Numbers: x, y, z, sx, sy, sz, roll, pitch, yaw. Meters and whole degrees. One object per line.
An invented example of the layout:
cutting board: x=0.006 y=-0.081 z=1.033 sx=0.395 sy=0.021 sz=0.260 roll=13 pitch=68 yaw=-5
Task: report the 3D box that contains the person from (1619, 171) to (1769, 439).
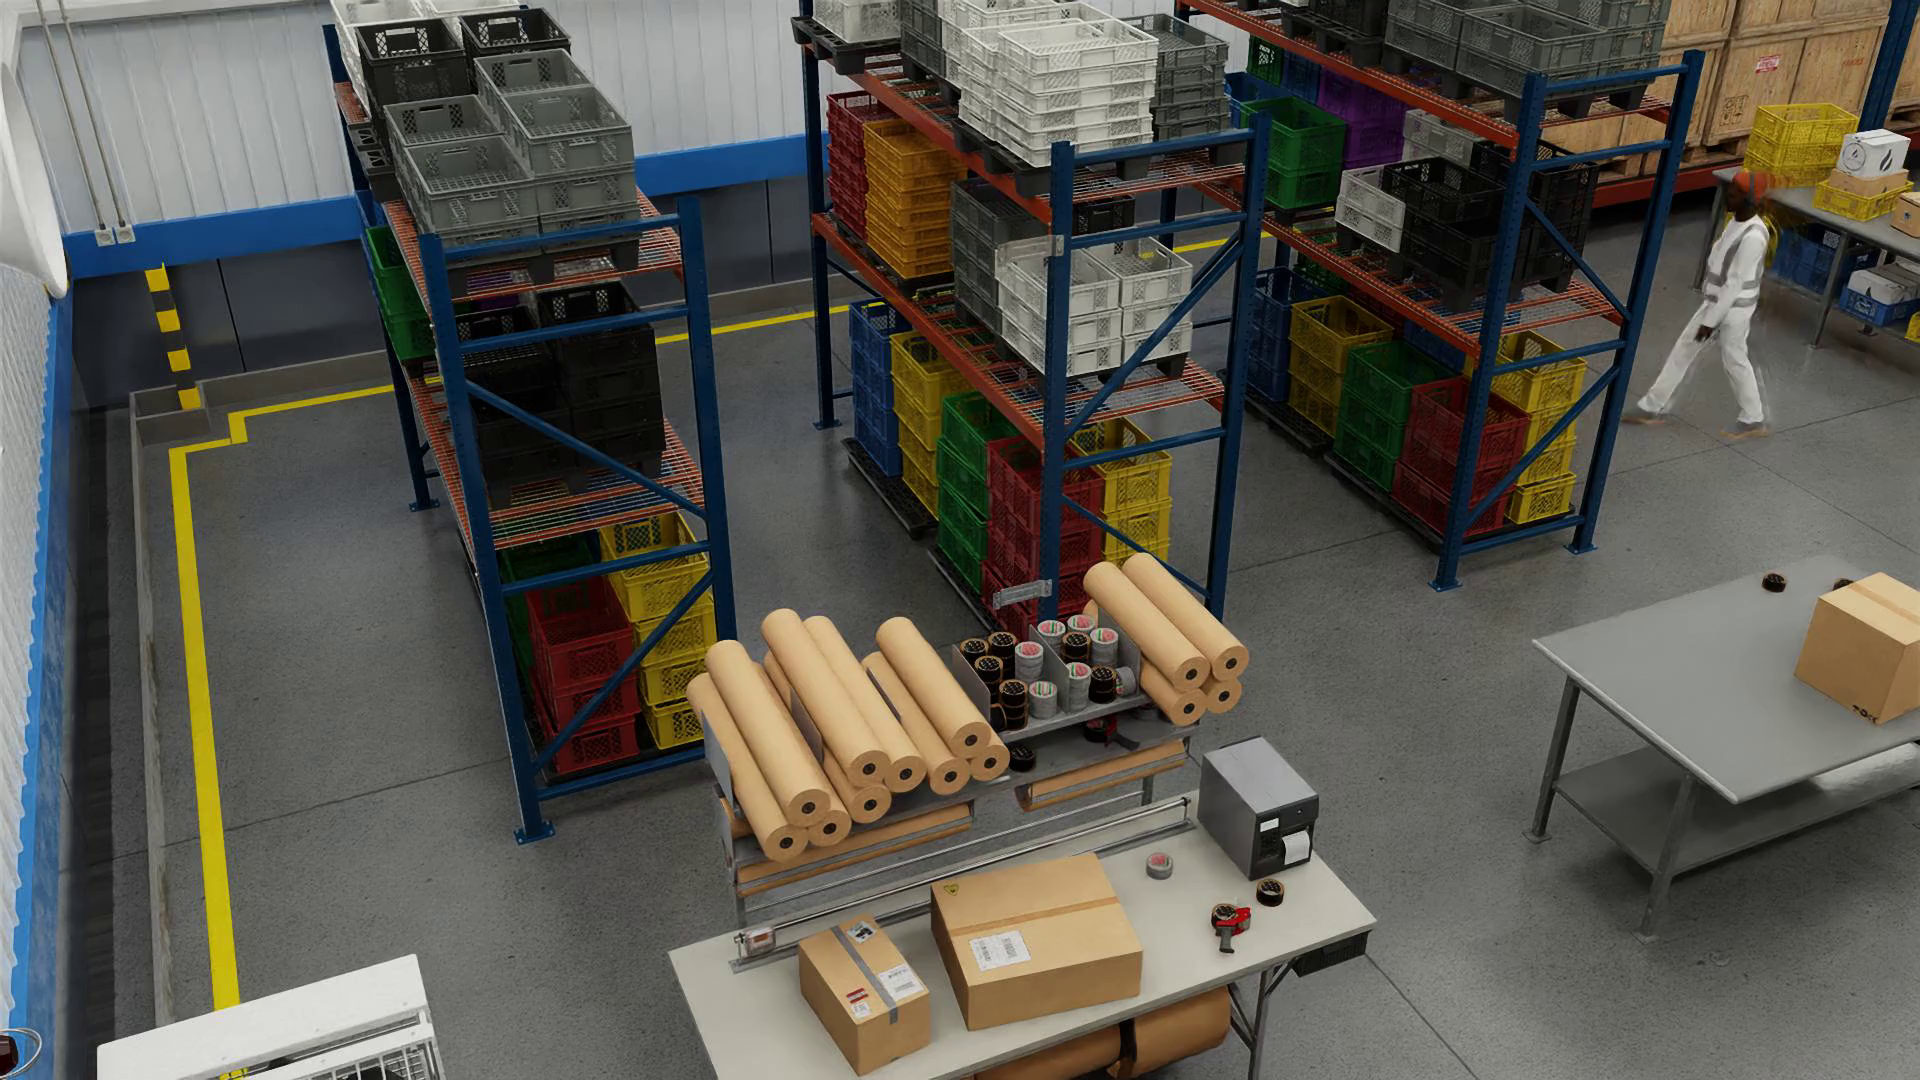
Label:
person: x=5.037 y=-1.530 z=10.964 sx=0.977 sy=1.840 sz=0.588 roll=4 pitch=32 yaw=6
